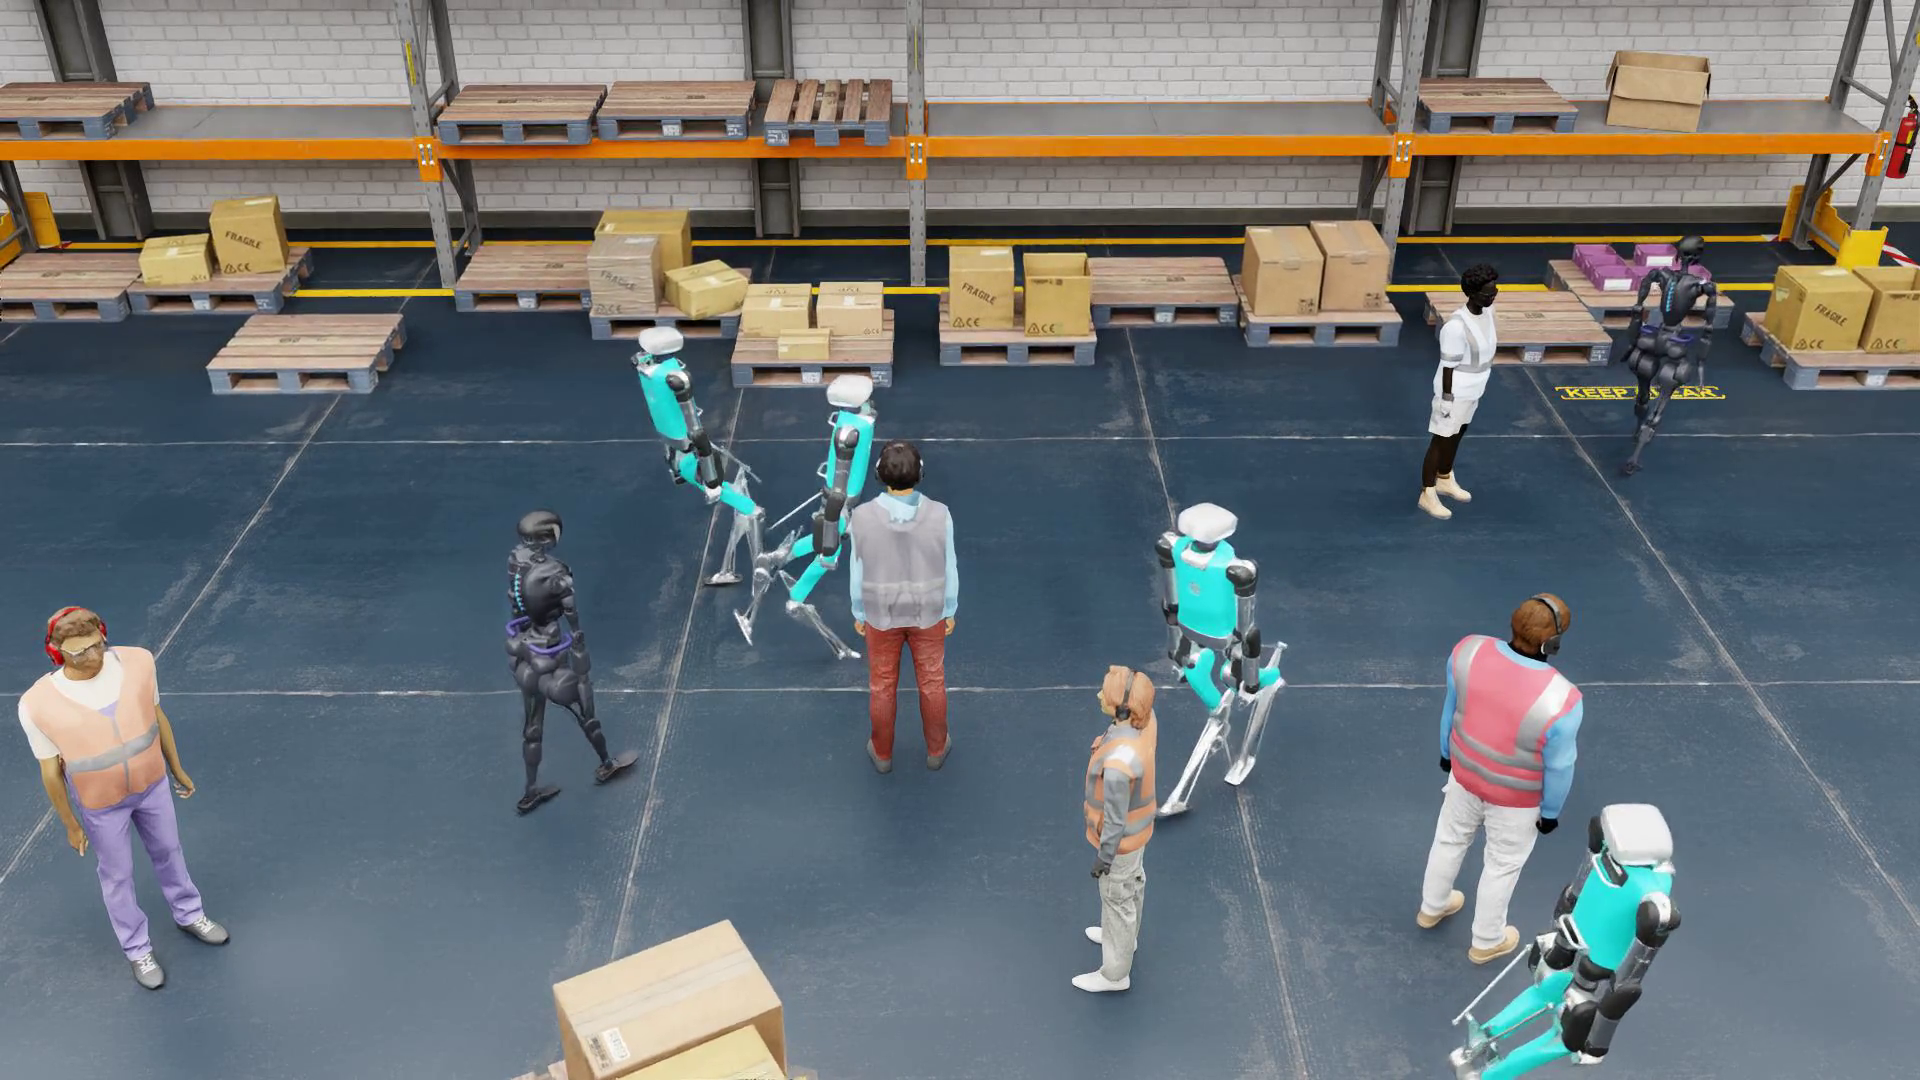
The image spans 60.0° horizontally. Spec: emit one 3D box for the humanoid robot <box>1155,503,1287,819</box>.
[{"bbox_3d":[1.305,0.548,8.086,0.564,1.768,0.918,25,39,36],"label":"humanoid robot"}]

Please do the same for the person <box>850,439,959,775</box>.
[{"bbox_3d":[-0.273,0.364,8.238,0.534,1.883,0.410,-2,31,-3],"label":"person"}]

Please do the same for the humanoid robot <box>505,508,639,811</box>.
[{"bbox_3d":[-1.983,0.553,8.142,0.586,1.639,0.694,25,39,35],"label":"humanoid robot"}]

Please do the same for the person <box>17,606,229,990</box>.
[{"bbox_3d":[-3.579,1.067,7.102,0.390,1.847,0.565,20,36,29],"label":"person"}]

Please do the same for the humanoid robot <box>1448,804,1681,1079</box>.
[{"bbox_3d":[2.111,1.722,6.153,0.723,1.808,0.570,-2,31,-4],"label":"humanoid robot"}]

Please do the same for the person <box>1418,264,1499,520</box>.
[{"bbox_3d":[3.203,-0.961,10.623,0.316,1.696,0.539,24,38,34],"label":"person"}]

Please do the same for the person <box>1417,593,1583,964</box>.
[{"bbox_3d":[2.345,1.023,7.196,0.431,1.835,0.628,-23,38,-33],"label":"person"}]

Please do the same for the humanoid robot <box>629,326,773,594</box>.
[{"bbox_3d":[-1.428,-0.469,9.782,0.833,1.798,0.598,-24,38,-34],"label":"humanoid robot"}]

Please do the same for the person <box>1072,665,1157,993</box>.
[{"bbox_3d":[0.675,1.221,7.042,0.306,1.644,0.513,8,32,14],"label":"person"}]

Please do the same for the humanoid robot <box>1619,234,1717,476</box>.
[{"bbox_3d":[4.761,-1.274,11.183,0.725,1.630,0.601,-27,40,-37],"label":"humanoid robot"}]

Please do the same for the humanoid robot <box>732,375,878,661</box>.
[{"bbox_3d":[-0.942,-0.097,9.179,1.011,1.761,0.557,4,31,7],"label":"humanoid robot"}]

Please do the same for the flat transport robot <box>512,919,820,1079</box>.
[{"bbox_3d":[-1.081,2.508,6.236,1.431,0.231,0.659,-16,35,-25],"label":"flat transport robot"}]
